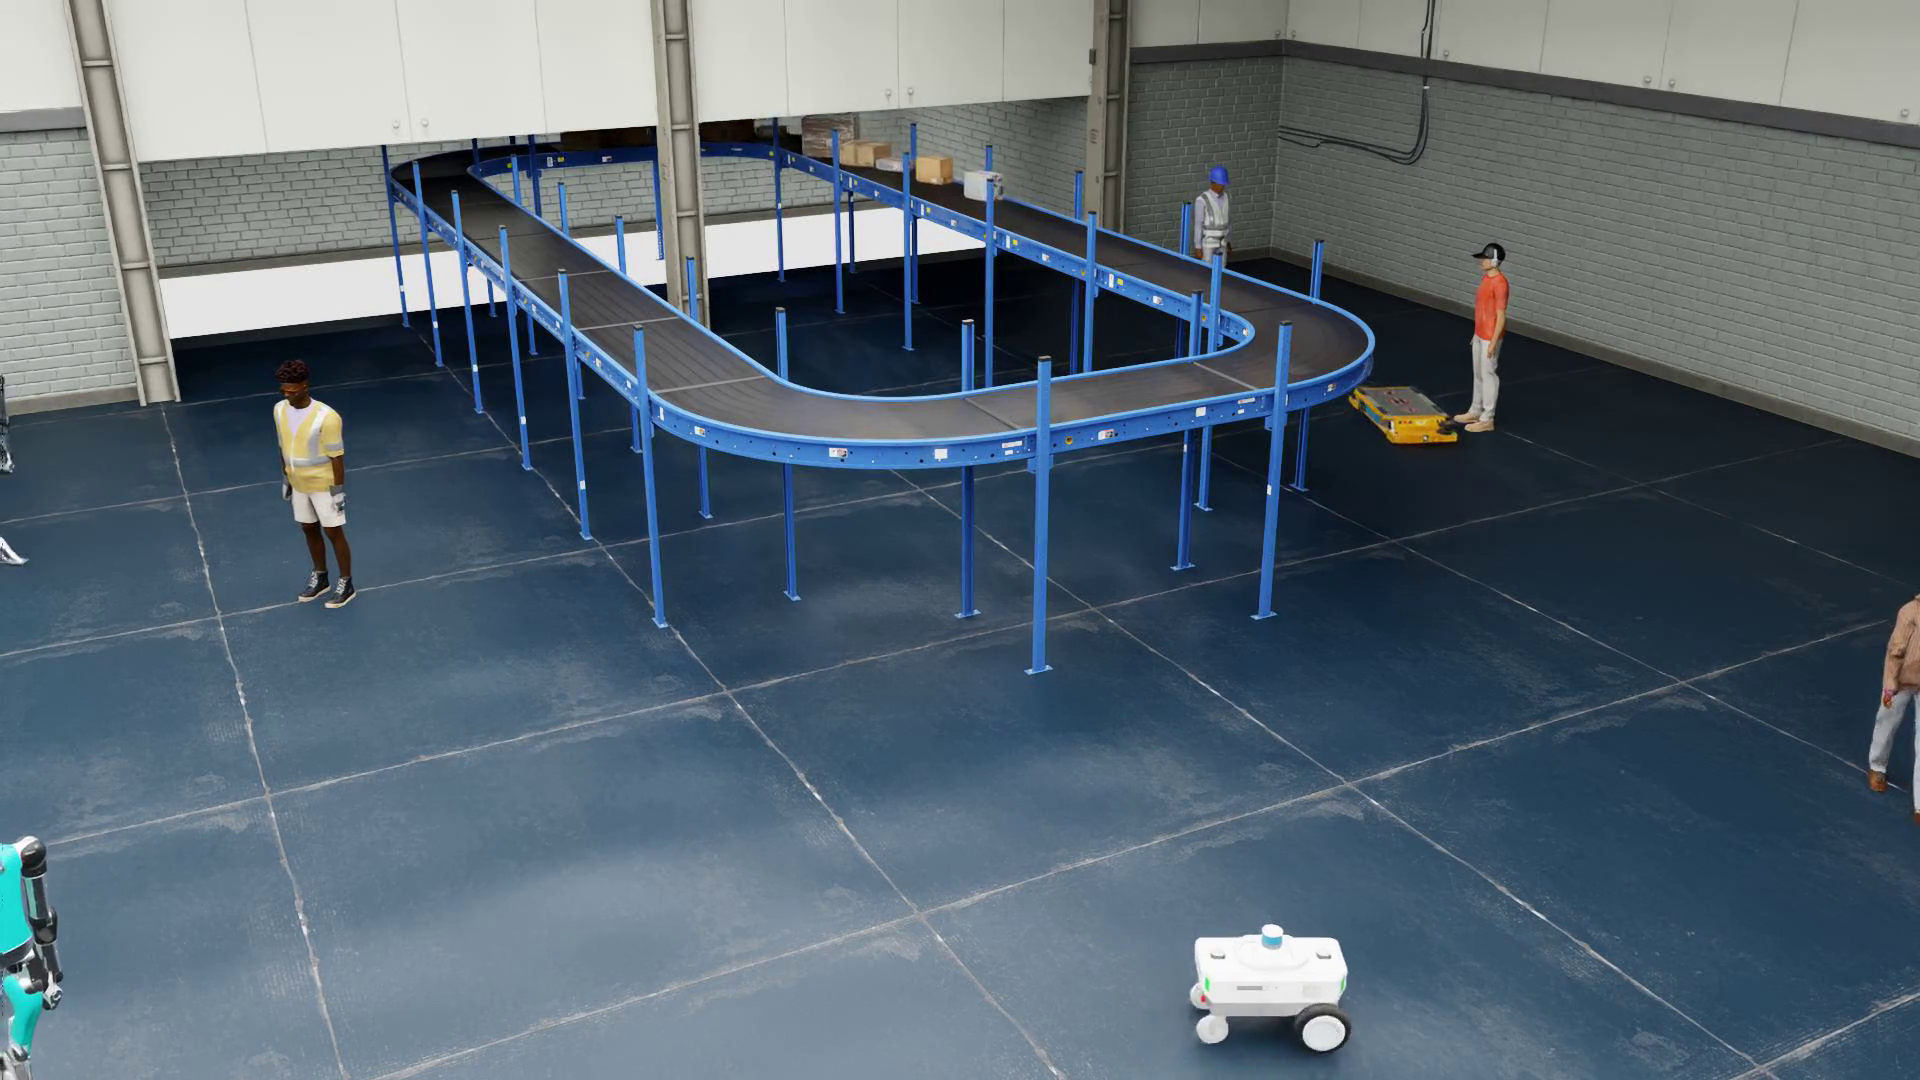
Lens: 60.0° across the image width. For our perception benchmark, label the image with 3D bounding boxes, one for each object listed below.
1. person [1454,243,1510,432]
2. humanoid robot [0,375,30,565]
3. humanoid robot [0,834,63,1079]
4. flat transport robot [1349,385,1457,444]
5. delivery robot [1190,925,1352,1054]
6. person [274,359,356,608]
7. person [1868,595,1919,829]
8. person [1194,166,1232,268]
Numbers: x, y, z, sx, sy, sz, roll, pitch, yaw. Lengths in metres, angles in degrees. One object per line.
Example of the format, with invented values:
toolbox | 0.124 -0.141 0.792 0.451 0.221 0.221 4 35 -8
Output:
person | 5.261 -2.035 16.719 0.414 1.911 0.476 -1 22 -3
humanoid robot | -8.028 -0.638 13.490 0.956 1.744 0.544 7 23 16
humanoid robot | -4.229 1.956 7.222 0.728 1.886 0.540 17 27 35
flat transport robot | 4.537 -1.300 17.089 0.659 0.231 1.431 -2 22 -5
delivery robot | 1.544 2.171 8.150 0.789 0.612 0.499 0 22 0
person | -4.942 -0.440 12.714 0.602 1.958 0.377 10 24 22
person | 5.697 0.896 9.866 0.456 1.607 0.873 6 23 14
person | 3.179 -3.728 20.879 0.620 1.932 0.415 -17 28 -36
